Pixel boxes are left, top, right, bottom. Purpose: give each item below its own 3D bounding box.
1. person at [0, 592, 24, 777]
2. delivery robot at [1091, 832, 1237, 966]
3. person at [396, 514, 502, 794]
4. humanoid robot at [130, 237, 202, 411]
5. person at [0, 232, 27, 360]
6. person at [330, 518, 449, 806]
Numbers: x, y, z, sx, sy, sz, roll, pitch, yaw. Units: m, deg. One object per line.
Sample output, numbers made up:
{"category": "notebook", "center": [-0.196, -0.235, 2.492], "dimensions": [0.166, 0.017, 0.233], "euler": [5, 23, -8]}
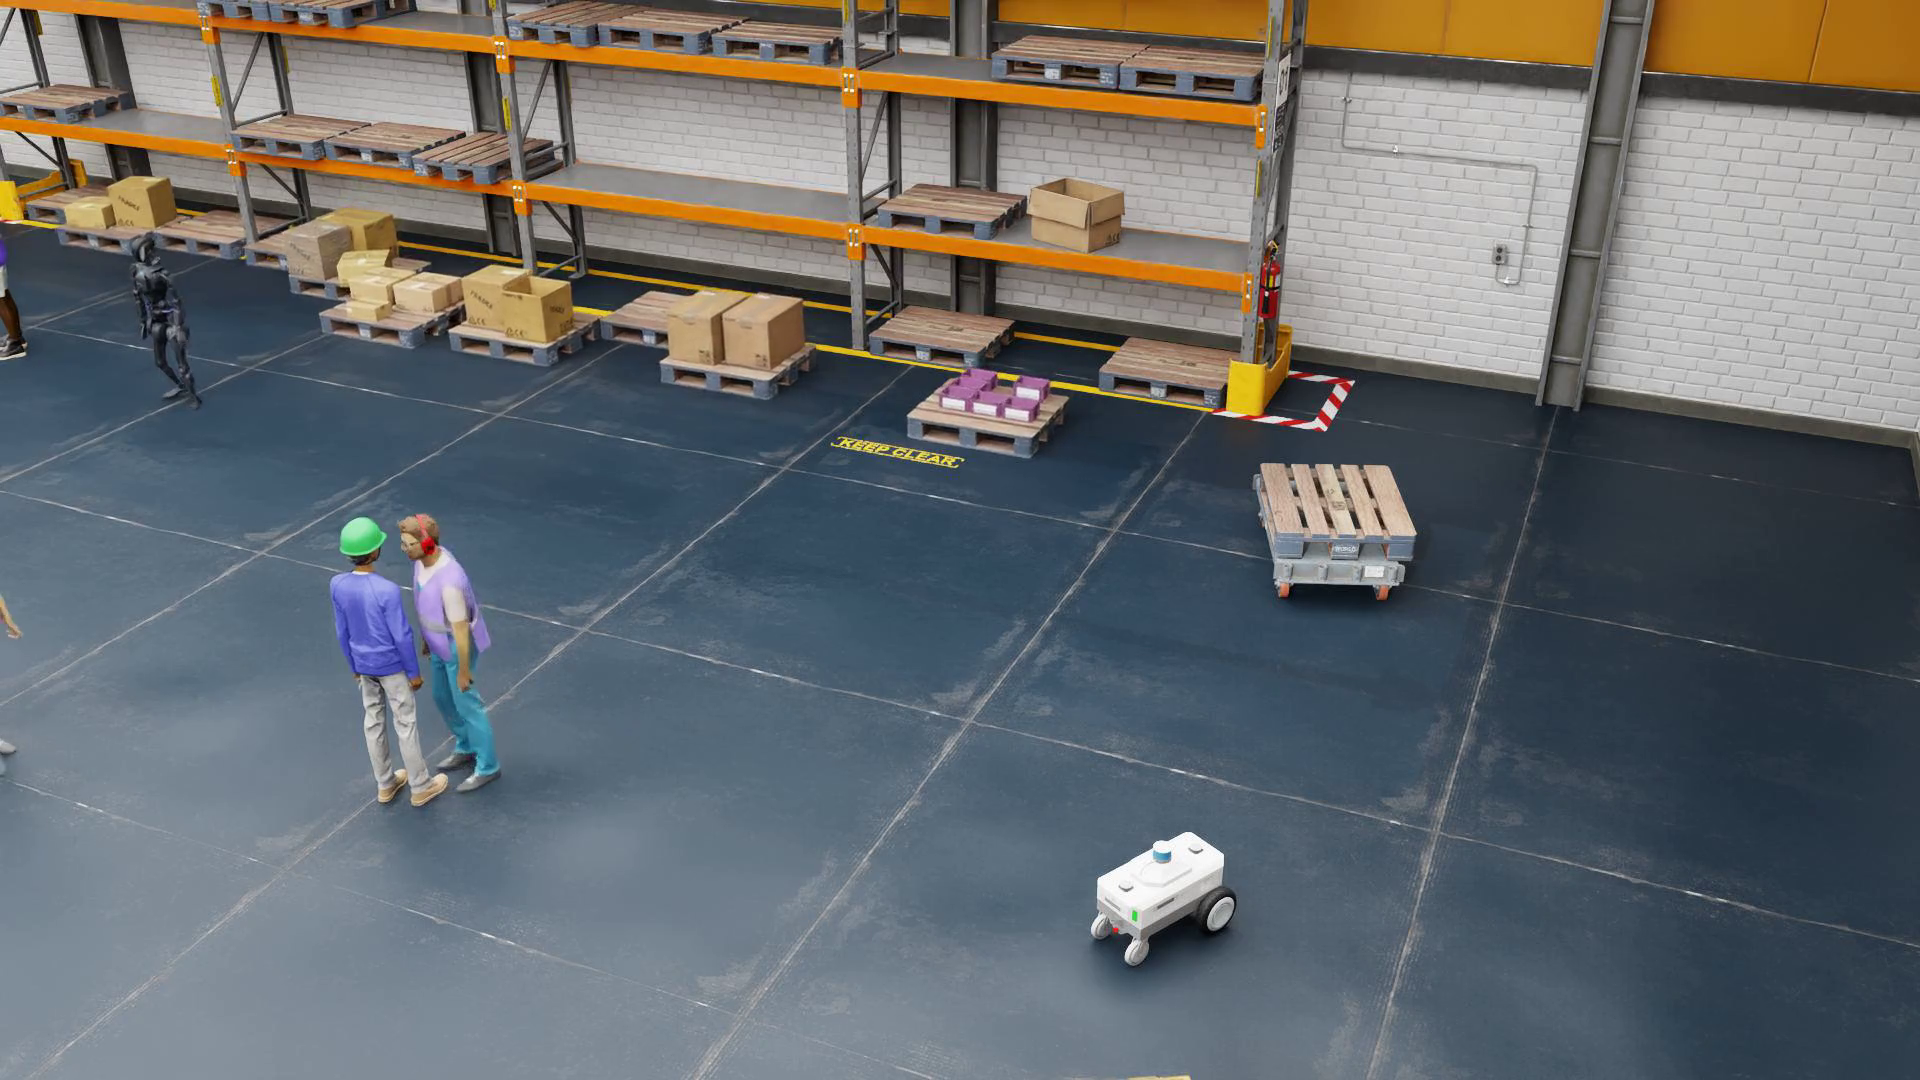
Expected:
{"category": "person", "center": [-6.084, 0.577, 10.117], "dimensions": [0.583, 1.822, 0.607], "euler": [15, 31, 27]}
{"category": "delivery robot", "center": [1.079, 1.883, 8.954], "dimensions": [0.774, 0.581, 0.499], "euler": [-20, 33, -33]}
{"category": "person", "center": [-3.033, 0.660, 9.955], "dimensions": [0.419, 1.829, 0.562], "euler": [-16, 31, -28]}
{"category": "humanoid robot", "center": [-7.290, -2.013, 15.306], "dimensions": [0.591, 1.647, 0.413], "euler": [12, 30, 23]}
{"category": "person", "center": [-9.614, -2.754, 16.422], "dimensions": [0.373, 1.965, 0.606], "euler": [-9, 29, -18]}
{"category": "person", "center": [-3.388, 0.725, 9.780], "dimensions": [0.459, 1.874, 0.346], "euler": [7, 28, 13]}
